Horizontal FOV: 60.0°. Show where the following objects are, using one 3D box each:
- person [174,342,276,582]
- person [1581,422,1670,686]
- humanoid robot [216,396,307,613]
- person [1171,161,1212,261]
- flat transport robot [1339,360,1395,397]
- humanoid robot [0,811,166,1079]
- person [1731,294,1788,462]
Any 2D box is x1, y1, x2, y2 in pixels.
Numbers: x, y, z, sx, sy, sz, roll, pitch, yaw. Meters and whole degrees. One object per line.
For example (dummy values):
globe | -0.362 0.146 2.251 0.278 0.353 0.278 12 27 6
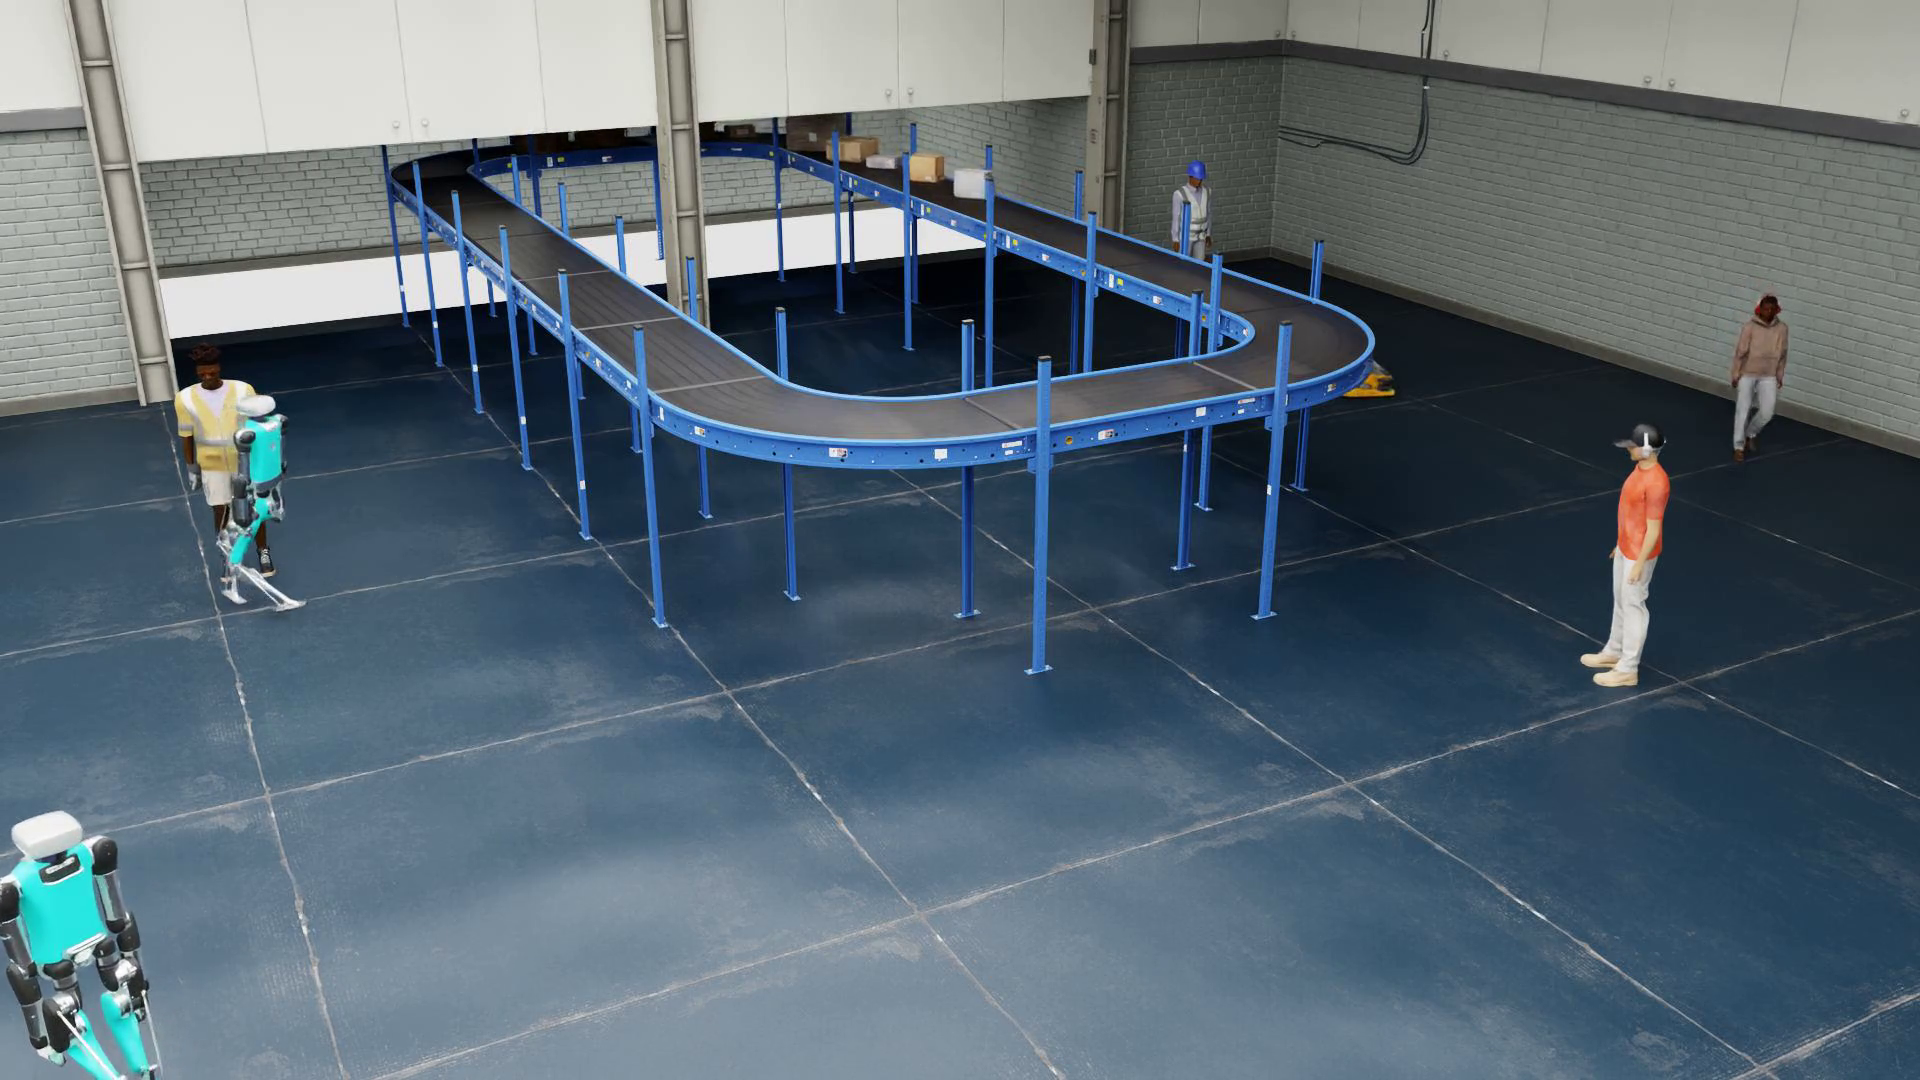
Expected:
person | -5.810 -0.618 13.164 0.608 1.953 0.378 -9 24 -22
person | 4.607 0.093 11.465 0.413 1.907 0.475 2 22 5
humanoid robot | -5.478 -0.258 12.584 0.976 1.739 0.542 5 23 13
person | 2.962 -3.875 21.245 0.611 1.934 0.415 -14 26 -31
flat transport robot | 4.296 -1.872 18.503 0.659 0.231 1.431 -2 22 -4
humanoid robot | -3.511 2.028 6.944 0.784 1.801 0.543 13 26 29
person | 7.609 -1.547 15.867 0.486 1.637 0.383 4 22 9
